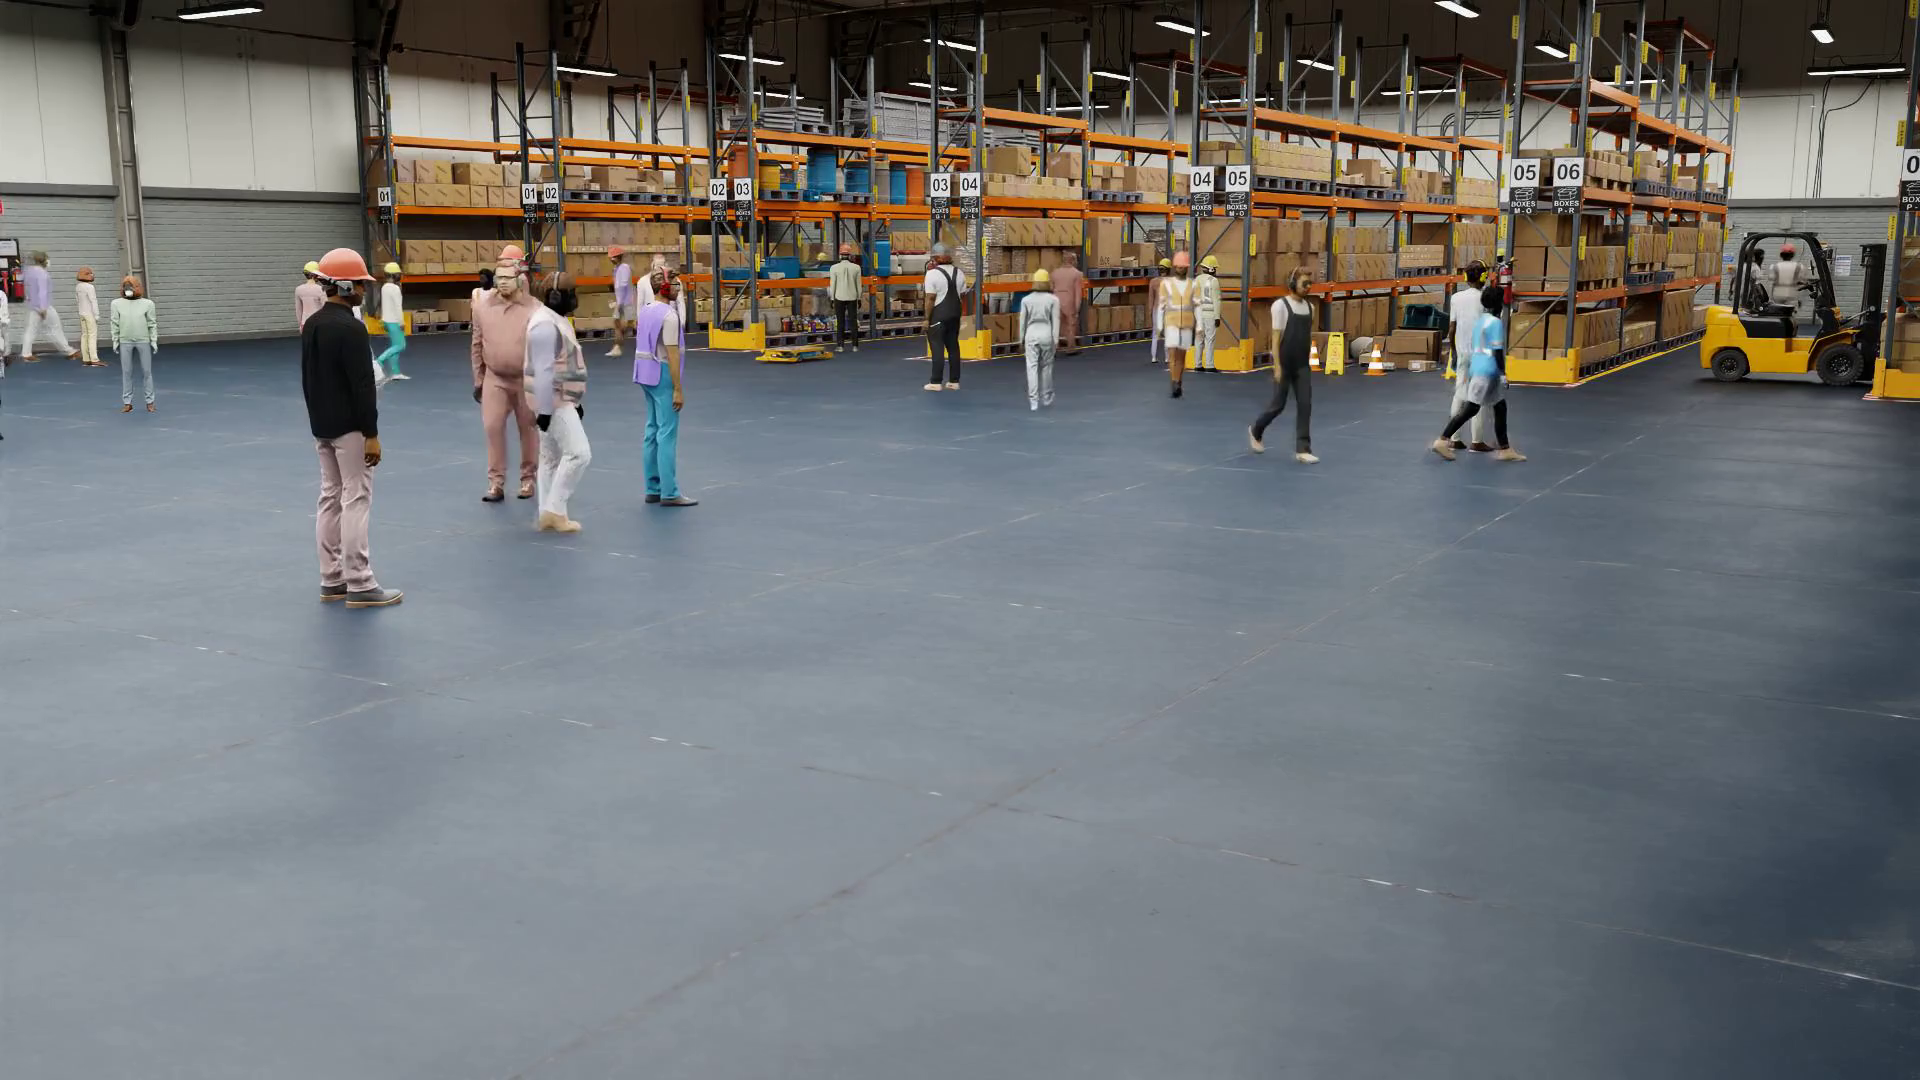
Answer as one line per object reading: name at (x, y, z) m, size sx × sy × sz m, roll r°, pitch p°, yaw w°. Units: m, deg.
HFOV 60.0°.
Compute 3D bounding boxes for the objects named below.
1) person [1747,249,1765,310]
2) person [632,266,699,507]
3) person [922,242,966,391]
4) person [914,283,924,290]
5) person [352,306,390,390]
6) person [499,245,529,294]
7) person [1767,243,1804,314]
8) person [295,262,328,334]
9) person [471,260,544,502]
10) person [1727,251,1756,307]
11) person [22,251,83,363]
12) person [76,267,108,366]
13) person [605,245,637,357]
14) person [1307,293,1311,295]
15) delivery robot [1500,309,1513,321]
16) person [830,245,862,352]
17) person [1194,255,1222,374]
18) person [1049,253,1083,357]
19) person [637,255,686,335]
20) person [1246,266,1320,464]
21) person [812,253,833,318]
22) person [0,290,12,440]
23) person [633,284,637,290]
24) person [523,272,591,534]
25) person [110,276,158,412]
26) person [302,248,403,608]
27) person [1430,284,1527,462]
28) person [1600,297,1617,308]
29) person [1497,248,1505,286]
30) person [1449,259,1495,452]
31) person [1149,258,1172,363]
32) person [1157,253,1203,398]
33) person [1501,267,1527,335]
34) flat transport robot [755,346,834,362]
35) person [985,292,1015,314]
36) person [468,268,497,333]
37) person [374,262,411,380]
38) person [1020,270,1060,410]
person at (18.058, -5.624, 37.590) m, size 0.761 × 1.890 × 0.608 m, roll 9°, pitch 13°, yaw 40°
person at (-2.309, -1.180, 12.841) m, size 0.394 × 1.846 × 0.564 m, roll -7°, pitch 12°, yaw -33°
person at (-0.271, -3.089, 22.993) m, size 0.696 × 2.000 × 0.535 m, roll -9°, pitch 14°, yaw -42°
person at (-1.256, -8.445, 54.128) m, size 0.507 × 1.635 × 0.279 m, roll -4°, pitch 11°, yaw -21°
person at (-8.298, -2.925, 22.680) m, size 0.997 × 1.843 × 0.583 m, roll -7°, pitch 12°, yaw -33°
person at (-5.693, -2.766, 21.305) m, size 0.375 × 1.997 × 0.611 m, roll -7°, pitch 12°, yaw -34°
person at (15.828, -4.677, 31.928) m, size 0.623 × 2.028 × 0.684 m, roll 4°, pitch 11°, yaw 22°
person at (-8.990, -2.988, 23.197) m, size 0.533 × 1.768 × 0.311 m, roll 3°, pitch 11°, yaw 16°
person at (-3.523, -1.229, 12.997) m, size 0.673 × 1.881 × 0.785 m, roll 0°, pitch 10°, yaw -1°
person at (17.404, -5.500, 37.024) m, size 0.573 × 1.850 × 0.424 m, roll 4°, pitch 11°, yaw 21°
person at (-15.585, -3.970, 28.363) m, size 0.653 × 1.882 × 1.007 m, roll 10°, pitch 14°, yaw 43°
person at (-14.382, -3.687, 27.474) m, size 0.500 × 1.636 × 0.282 m, roll 6°, pitch 12°, yaw 32°
person at (-5.909, -4.269, 29.721) m, size 0.891 × 2.003 × 0.641 m, roll -6°, pitch 12°, yaw -31°
person at (9.183, -6.658, 44.110) m, size 0.310 × 1.638 × 0.523 m, roll 5°, pitch 11°, yaw 24°
delivery robot at (13.133, -5.501, 40.398) m, size 0.707 × 0.478 × 0.477 m, roll 0°, pitch 10°, yaw 1°
person at (-2.141, -4.524, 31.156) m, size 0.616 × 1.993 × 0.395 m, roll -3°, pitch 10°, yaw -14°
person at (3.859, -3.500, 25.879) m, size 0.404 × 1.830 × 0.600 m, roll -6°, pitch 12°, yaw -30°
person at (1.860, -4.172, 29.625) m, size 0.757 × 1.840 × 1.014 m, roll 6°, pitch 12°, yaw 30°
person at (-4.211, -3.085, 23.495) m, size 0.663 × 1.857 × 0.990 m, roll -3°, pitch 11°, yaw -17°
person at (3.031, -1.635, 15.485) m, size 0.522 × 1.820 × 0.791 m, roll -5°, pitch 11°, yaw -27°
person at (-3.081, -5.594, 37.711) m, size 0.617 × 1.786 × 0.893 m, roll 6°, pitch 12°, yaw 29°
person at (-10.070, -1.982, 17.118) m, size 0.575 × 1.921 × 0.447 m, roll -8°, pitch 13°, yaw -37°
person at (-7.938, -6.062, 39.876) m, size 0.530 × 1.955 × 0.627 m, roll -9°, pitch 13°, yaw -40°
person at (-2.787, -0.939, 11.570) m, size 0.462 × 1.827 × 0.645 m, roll -2°, pitch 10°, yaw -10°
person at (-9.924, -2.353, 20.009) m, size 0.499 × 1.633 × 0.279 m, roll -4°, pitch 11°, yaw -20°
person at (-3.419, -0.622, 9.302) m, size 0.621 × 1.992 × 0.397 m, roll 9°, pitch 14°, yaw 41°
person at (4.822, -1.537, 15.412) m, size 0.868 × 1.650 × 0.529 m, roll 2°, pitch 10°, yaw 9°
person at (13.852, -5.208, 35.316) m, size 0.697 × 1.887 × 0.431 m, roll -3°, pitch 11°, yaw -17°
person at (13.669, -6.422, 42.109) m, size 0.672 × 1.888 × 0.621 m, roll -6°, pitch 12°, yaw -31°
person at (4.999, -1.789, 16.191) m, size 0.328 × 1.872 × 0.511 m, roll -9°, pitch 13°, yaw -40°
person at (3.449, -3.868, 28.126) m, size 0.533 × 1.767 × 0.326 m, roll 6°, pitch 12°, yaw 32°
person at (2.903, -2.802, 21.796) m, size 0.573 × 1.888 × 0.960 m, roll 0°, pitch 10°, yaw -2°
person at (11.725, -5.207, 35.202) m, size 0.568 × 1.913 × 0.603 m, roll 3°, pitch 11°, yaw 19°
flat transport robot at (-2.840, -3.210, 28.628) m, size 0.652 × 0.197 × 1.431 m, roll 6°, pitch 12°, yaw 28°
person at (0.793, -4.816, 32.991) m, size 0.623 × 1.932 × 0.368 m, roll 0°, pitch 10°, yaw 1°
person at (-6.963, -3.204, 24.683) m, size 0.534 × 1.665 × 0.831 m, roll 4°, pitch 11°, yaw 22°
person at (-8.413, -3.211, 24.479) m, size 0.532 × 1.748 × 0.531 m, roll -8°, pitch 13°, yaw -36°
person at (0.985, -2.473, 20.484) m, size 0.505 × 1.687 × 0.889 m, roll 2°, pitch 10°, yaw 9°
